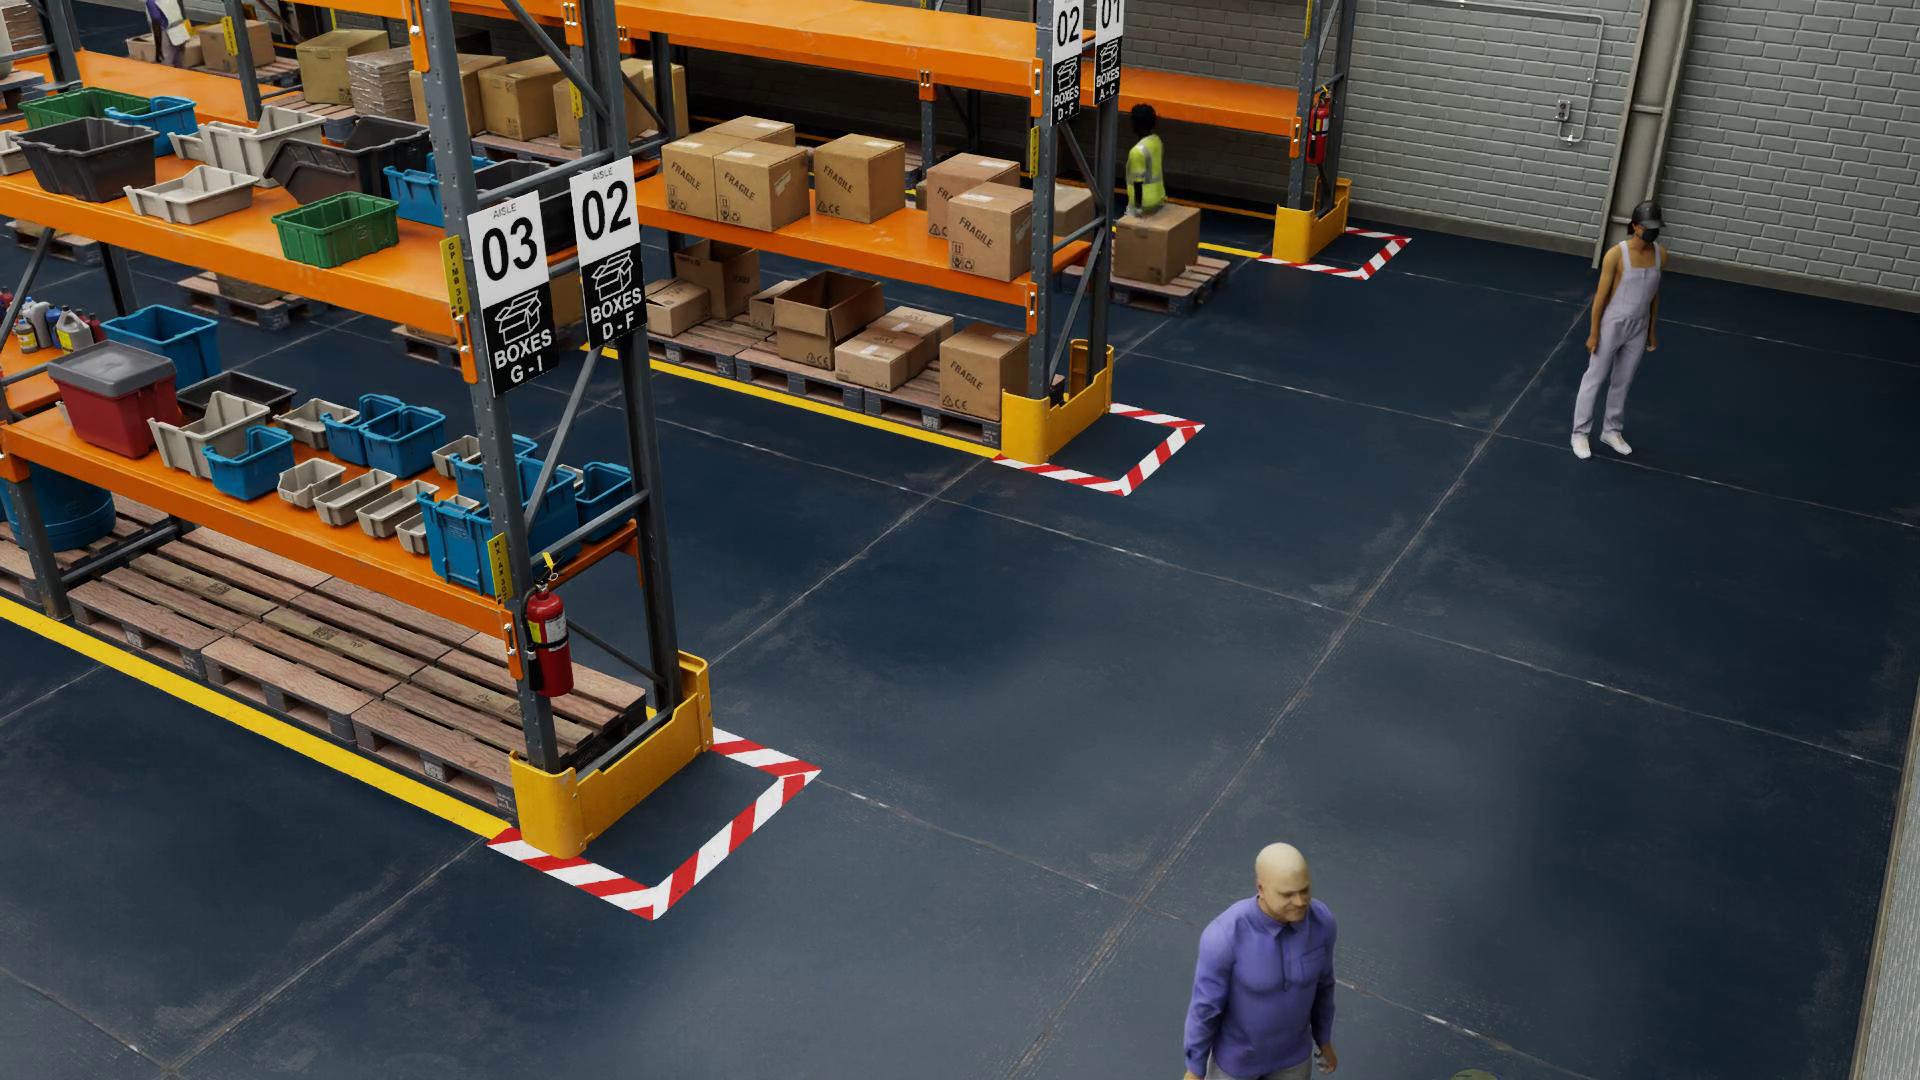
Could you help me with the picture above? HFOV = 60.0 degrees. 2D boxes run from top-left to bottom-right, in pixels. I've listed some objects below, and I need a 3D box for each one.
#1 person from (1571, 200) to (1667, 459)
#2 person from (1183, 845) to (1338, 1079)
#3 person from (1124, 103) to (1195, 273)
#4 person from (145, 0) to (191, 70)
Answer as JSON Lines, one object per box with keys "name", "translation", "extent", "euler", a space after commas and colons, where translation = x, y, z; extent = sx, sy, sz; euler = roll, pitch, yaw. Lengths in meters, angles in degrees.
{"name": "person", "translation": [4.640, -1.458, 11.612], "extent": [0.526, 1.862, 0.376], "euler": [-6, 30, -10]}
{"name": "person", "translation": [1.039, 1.790, 5.850], "extent": [0.589, 1.799, 0.395], "euler": [-10, 31, -17]}
{"name": "person", "translation": [1.688, -2.963, 14.515], "extent": [0.752, 1.666, 0.537], "euler": [17, 33, 27]}
{"name": "person", "translation": [-9.191, -5.765, 19.379], "extent": [0.422, 1.824, 0.597], "euler": [1, 29, 2]}
